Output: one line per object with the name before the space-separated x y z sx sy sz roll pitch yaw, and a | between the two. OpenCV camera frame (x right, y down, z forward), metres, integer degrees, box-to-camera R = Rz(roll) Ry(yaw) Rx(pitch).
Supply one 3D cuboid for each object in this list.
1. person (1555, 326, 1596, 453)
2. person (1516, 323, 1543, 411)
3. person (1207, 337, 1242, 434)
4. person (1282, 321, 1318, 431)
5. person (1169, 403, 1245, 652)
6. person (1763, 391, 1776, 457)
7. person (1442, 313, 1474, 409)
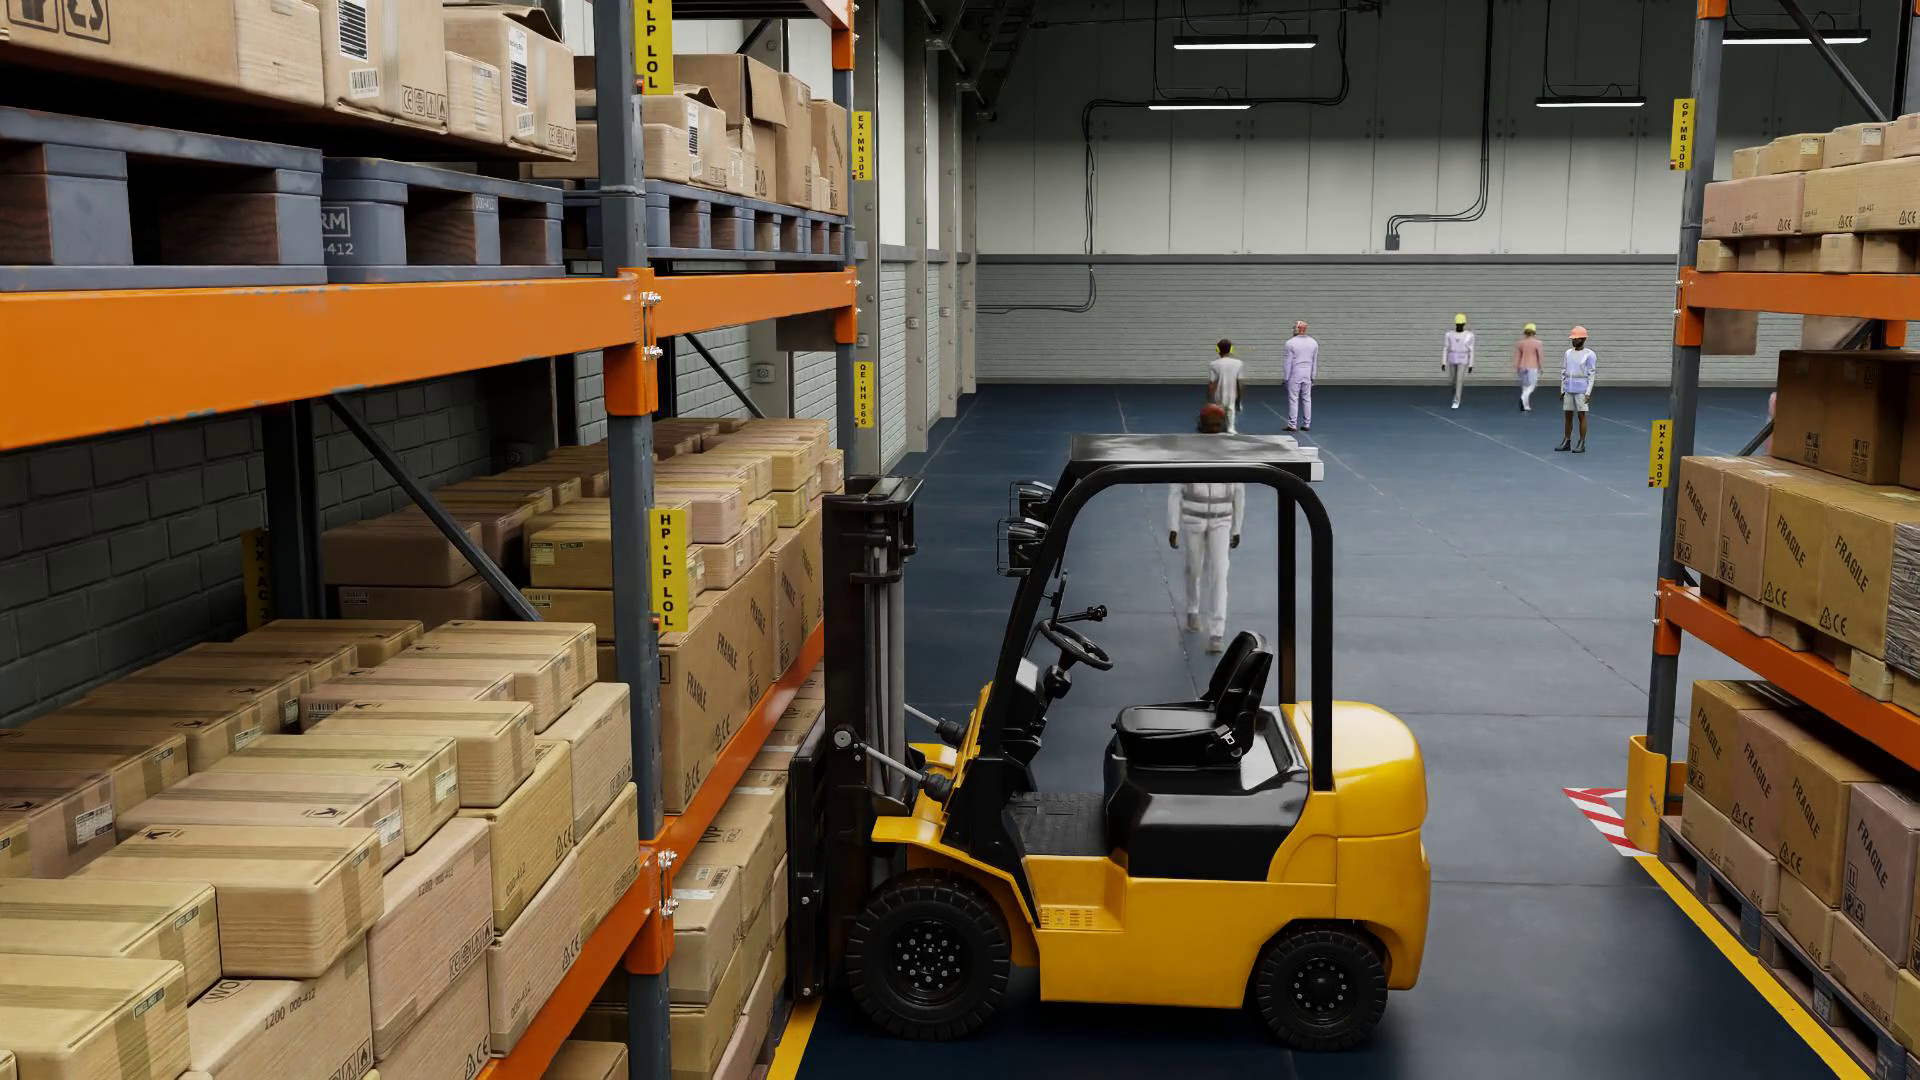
person | 9.445 -2.303 25.506 0.355 1.939 0.544 -7 11 -35
person | 11.154 -3.394 32.684 0.643 1.746 0.535 -9 13 -43
person | 3.752 -1.944 23.565 0.538 1.860 0.505 -1 9 -8
person | 5.861 -2.834 28.810 0.651 1.910 0.409 -4 10 -23
person | 1.874 -0.131 12.678 0.580 1.843 0.971 1 9 4
person | 8.830 -0.976 17.657 0.651 1.881 0.857 -4 10 -21
person | 10.056 -3.614 33.536 0.598 1.911 0.707 6 11 31
